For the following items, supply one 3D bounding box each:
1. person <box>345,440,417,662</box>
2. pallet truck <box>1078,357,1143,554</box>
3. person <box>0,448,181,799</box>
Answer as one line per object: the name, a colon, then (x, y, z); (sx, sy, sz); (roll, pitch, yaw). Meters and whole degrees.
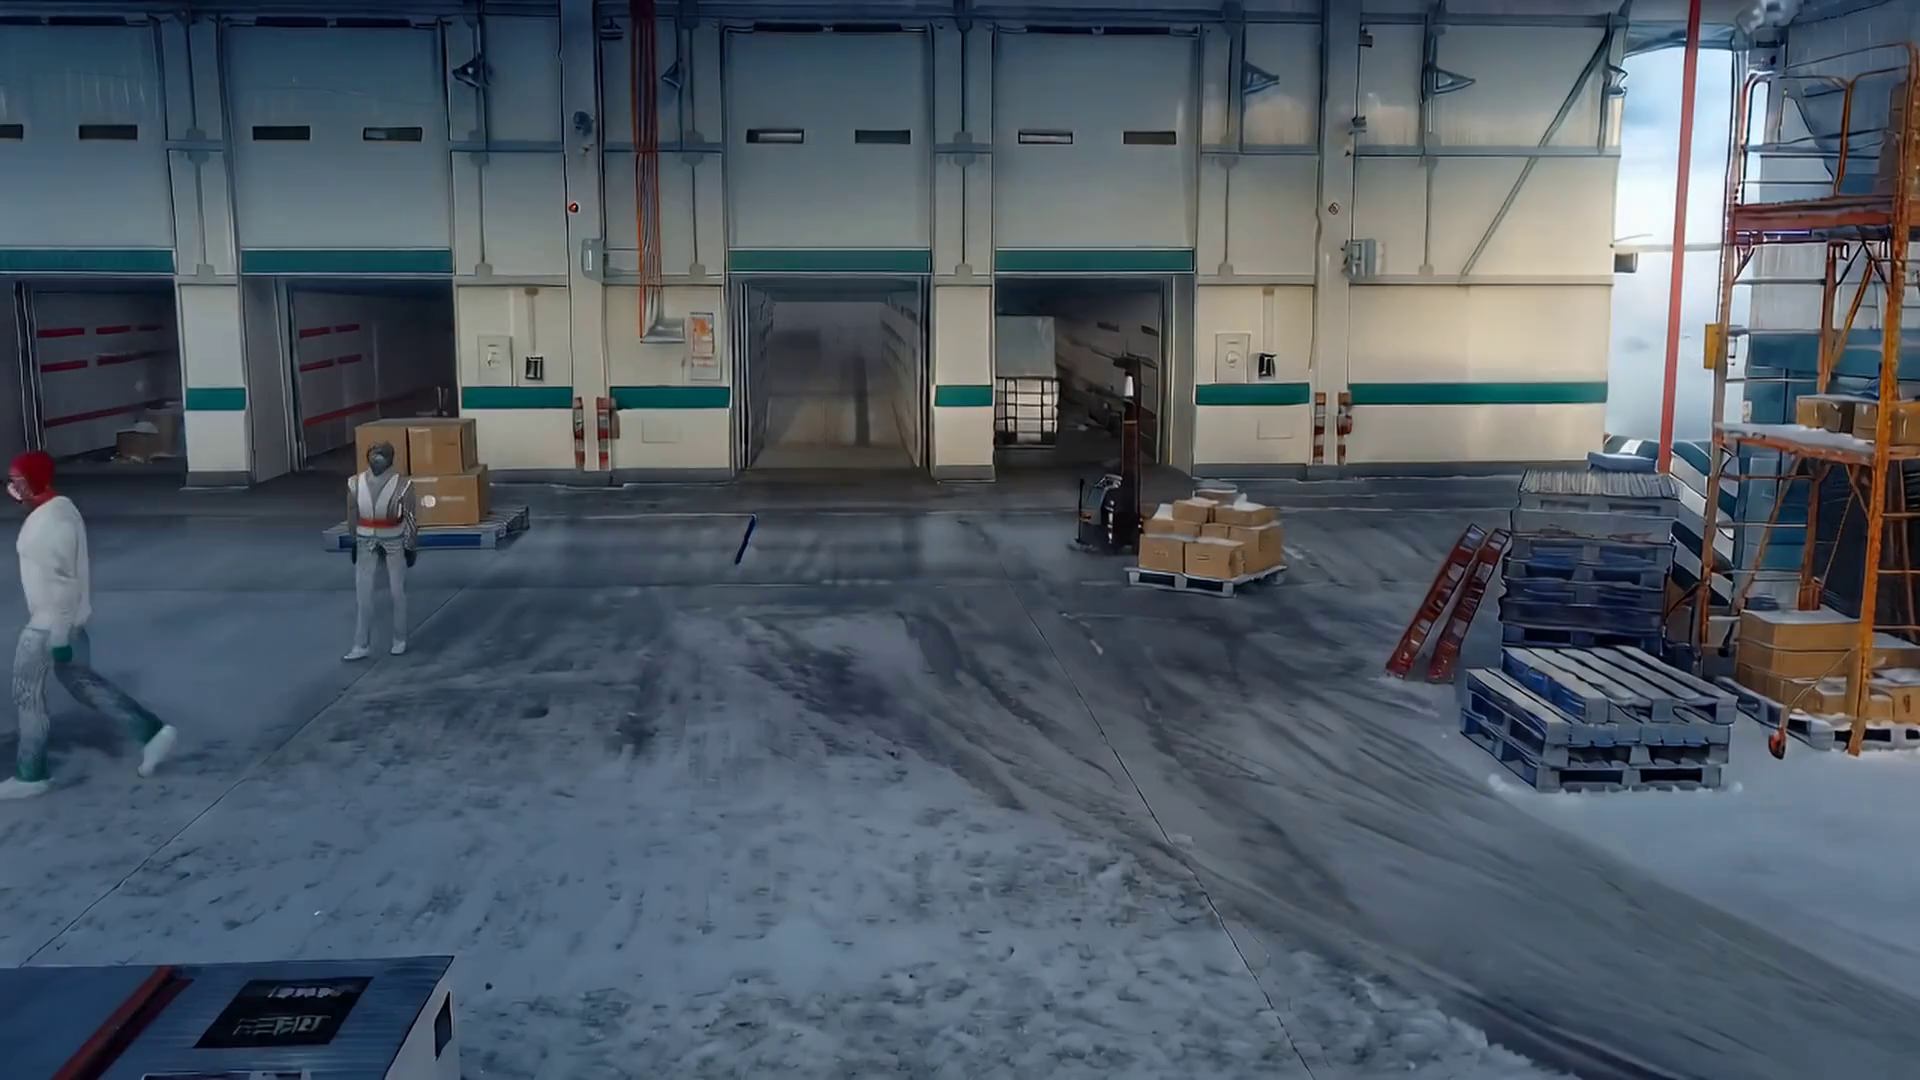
person: (-4.231, 0.094, 12.113); (0.531, 1.607, 0.726); (0, 9, -1)
pallet truck: (2.088, -0.836, 16.757); (1.885, 1.965, 0.823); (2, 9, 13)
person: (-4.839, 0.438, 9.074); (0.916, 1.909, 0.638); (-3, 10, -18)
